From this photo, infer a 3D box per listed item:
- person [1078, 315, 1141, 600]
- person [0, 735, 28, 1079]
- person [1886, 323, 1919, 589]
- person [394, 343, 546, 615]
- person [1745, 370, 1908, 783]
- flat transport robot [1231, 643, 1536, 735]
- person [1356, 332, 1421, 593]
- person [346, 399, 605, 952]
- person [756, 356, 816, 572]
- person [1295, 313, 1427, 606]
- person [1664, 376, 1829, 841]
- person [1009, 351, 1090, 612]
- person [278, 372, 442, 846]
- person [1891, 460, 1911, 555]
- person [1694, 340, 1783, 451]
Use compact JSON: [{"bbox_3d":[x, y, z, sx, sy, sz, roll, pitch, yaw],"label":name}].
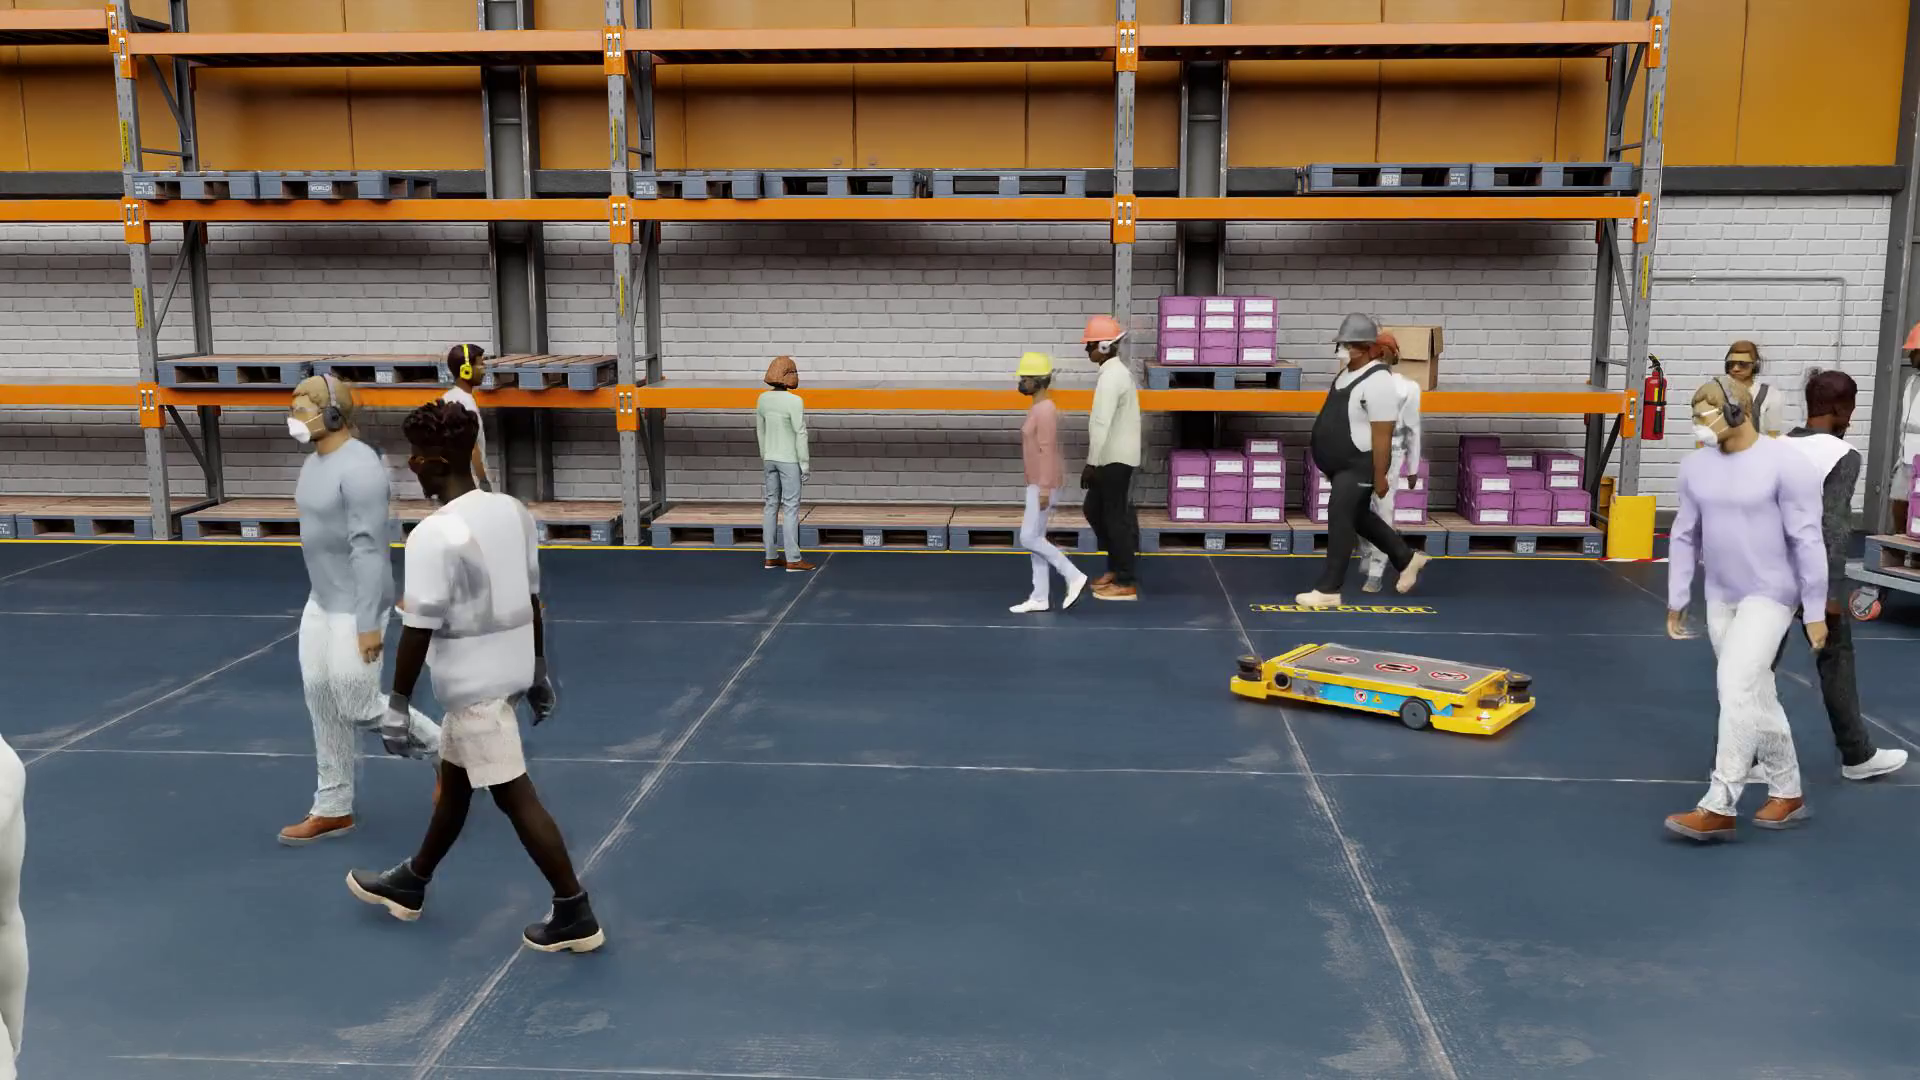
[{"bbox_3d":[1.039,-0.560,11.519,0.491,1.971,0.654,1,10,8],"label":"person"},{"bbox_3d":[-1.729,0.968,2.677,0.354,1.936,0.635,1,10,5],"label":"person"},{"bbox_3d":[6.881,-0.577,11.777,0.703,1.922,0.558,0,10,-2],"label":"person"},{"bbox_3d":[-3.240,-0.365,10.815,0.963,1.828,0.534,-5,11,-27],"label":"person"},{"bbox_3d":[3.879,0.181,7.500,0.950,1.858,0.660,-2,10,-13],"label":"person"},{"bbox_3d":[2.222,0.756,8.786,1.431,0.197,0.652,7,12,36],"label":"flat transport robot"},{"bbox_3d":[2.993,-0.563,11.877,0.592,1.856,0.613,5,11,29],"label":"person"},{"bbox_3d":[-1.696,0.469,5.696,1.069,1.899,0.611,2,10,14],"label":"person"},{"bbox_3d":[-1.330,-0.577,12.605,0.499,1.633,0.286,8,13,40],"label":"person"},{"bbox_3d":[2.785,-0.567,11.360,0.907,2.000,0.680,0,10,-3],"label":"person"},{"bbox_3d":[3.173,0.279,6.866,0.899,1.882,0.685,-4,10,-21],"label":"person"},{"bbox_3d":[0.561,-0.364,10.991,0.448,1.756,0.540,-1,10,-5],"label":"person"},{"bbox_3d":[-2.431,0.271,6.798,0.713,1.924,0.636,-9,13,-41],"label":"person"},{"bbox_3d":[7.161,-0.528,12.350,0.679,1.610,0.532,4,10,22],"label":"person"},{"bbox_3d":[5.127,-0.409,11.053,0.464,1.826,0.519,-9,13,-44],"label":"person"}]
